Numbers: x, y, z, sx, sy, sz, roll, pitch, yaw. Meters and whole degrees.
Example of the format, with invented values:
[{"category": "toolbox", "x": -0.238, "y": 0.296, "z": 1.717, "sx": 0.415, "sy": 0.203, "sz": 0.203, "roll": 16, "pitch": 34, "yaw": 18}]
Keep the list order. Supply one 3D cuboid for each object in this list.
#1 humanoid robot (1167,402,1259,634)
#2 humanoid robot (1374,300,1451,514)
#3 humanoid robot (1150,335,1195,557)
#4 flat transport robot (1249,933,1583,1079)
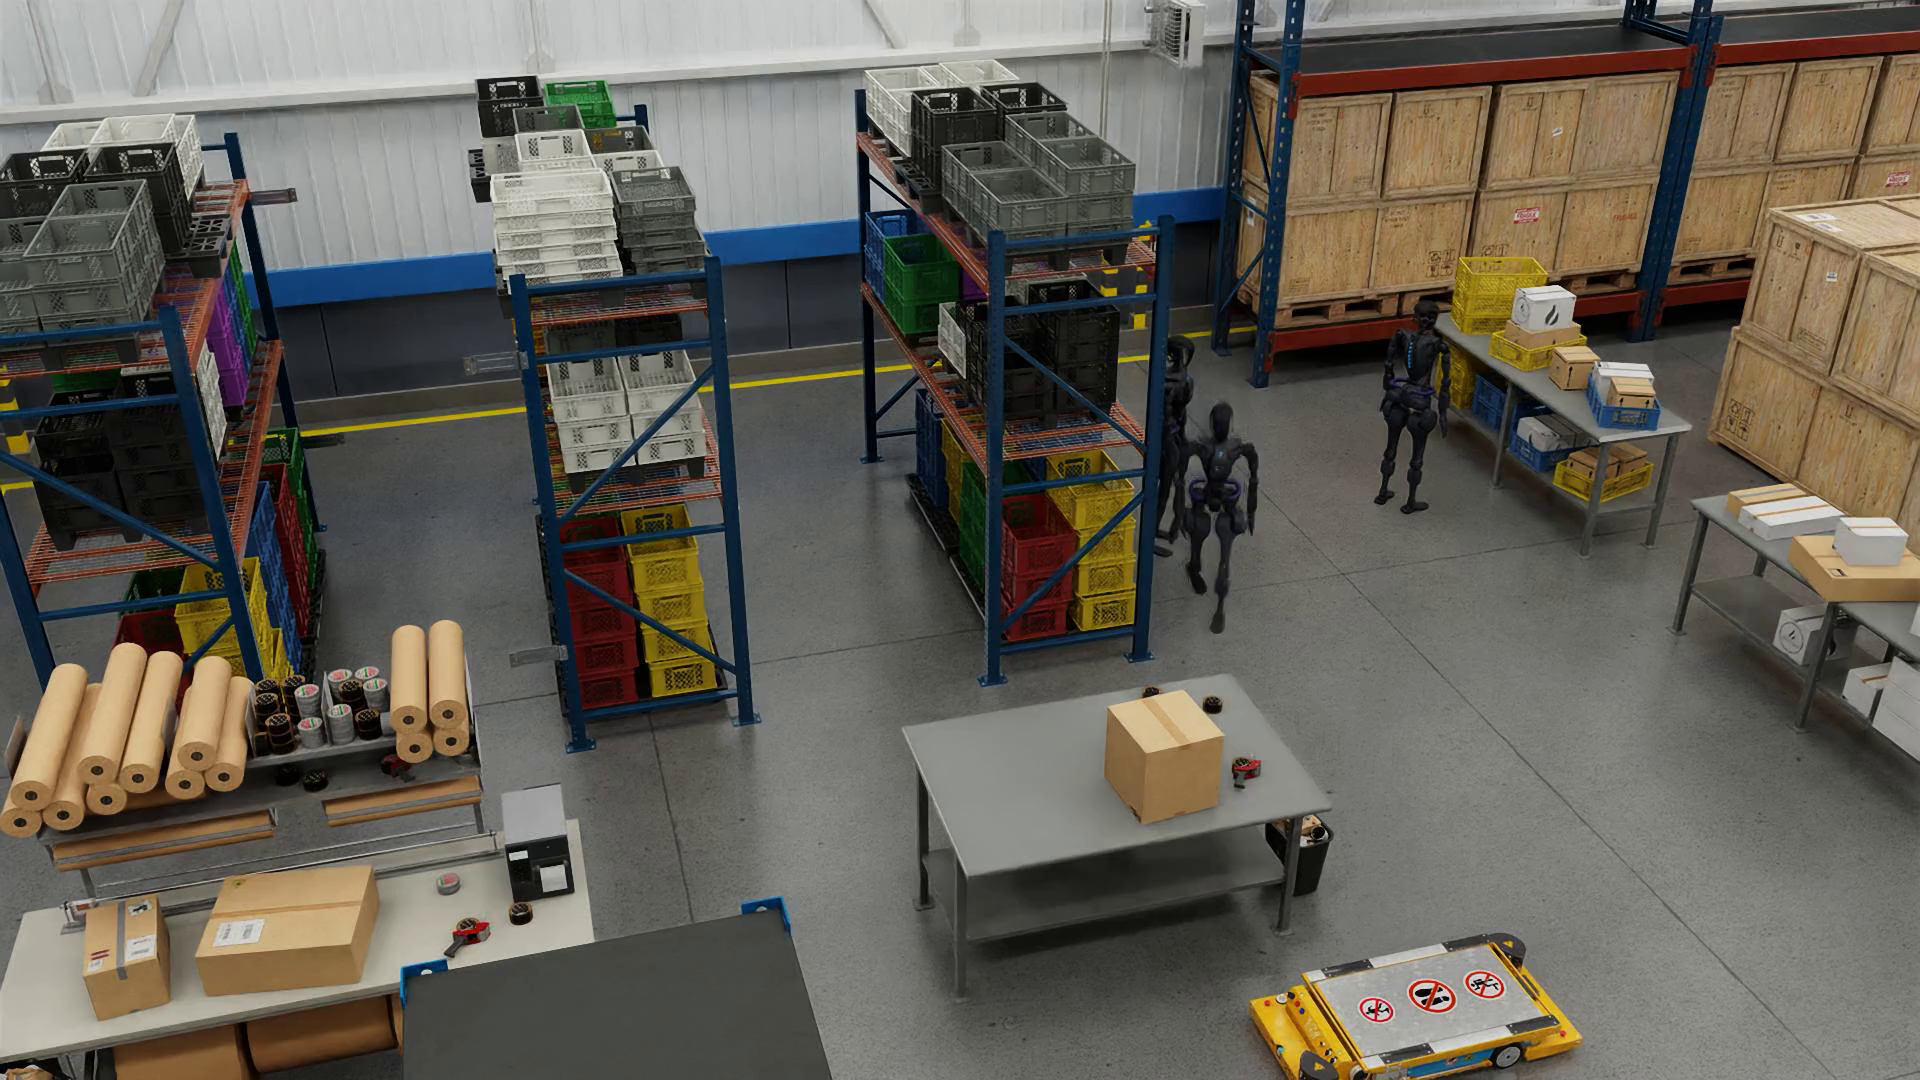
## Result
[{"category": "humanoid robot", "x": 1.698, "y": -0.228, "z": 11.135, "sx": 0.600, "sy": 1.637, "sz": 0.585, "roll": 4, "pitch": 29, "yaw": 7}, {"category": "humanoid robot", "x": 3.420, "y": -1.022, "z": 12.548, "sx": 0.332, "sy": 1.653, "sz": 0.599, "roll": -24, "pitch": 37, "yaw": -37}, {"category": "humanoid robot", "x": 1.523, "y": -0.691, "z": 11.947, "sx": 0.356, "sy": 1.654, "sz": 0.562, "roll": 9, "pitch": 30, "yaw": 16}, {"category": "flat transport robot", "x": 2.184, "y": 2.282, "z": 7.980, "sx": 1.431, "sy": 0.197, "sz": 0.652, "roll": -8, "pitch": 30, "yaw": -14}]
